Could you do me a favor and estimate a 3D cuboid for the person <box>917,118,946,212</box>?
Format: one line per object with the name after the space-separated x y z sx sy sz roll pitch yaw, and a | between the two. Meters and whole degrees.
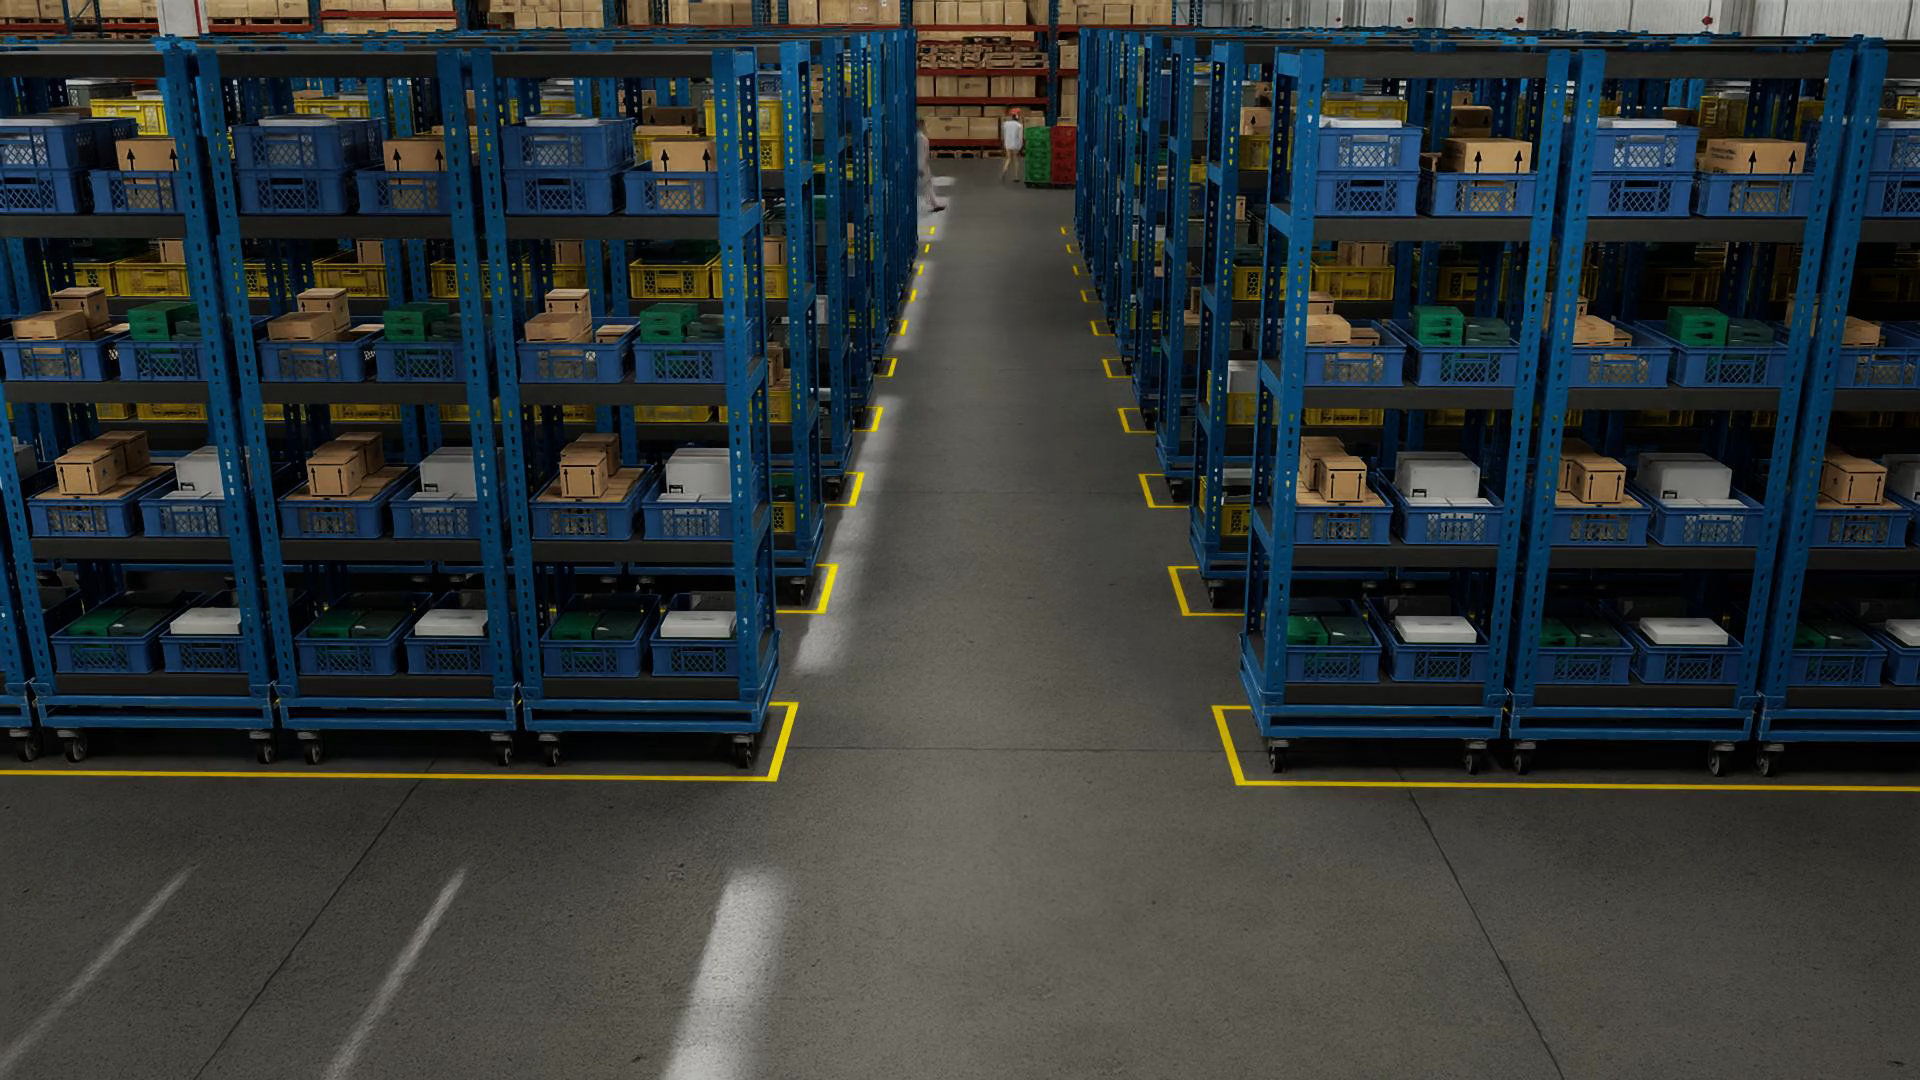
-0.802 -7.431 33.011 0.989 1.863 0.650 -11 20 -31 | person

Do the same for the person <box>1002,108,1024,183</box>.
1.234 -9.229 38.936 0.574 1.728 0.487 12 21 33 | person
